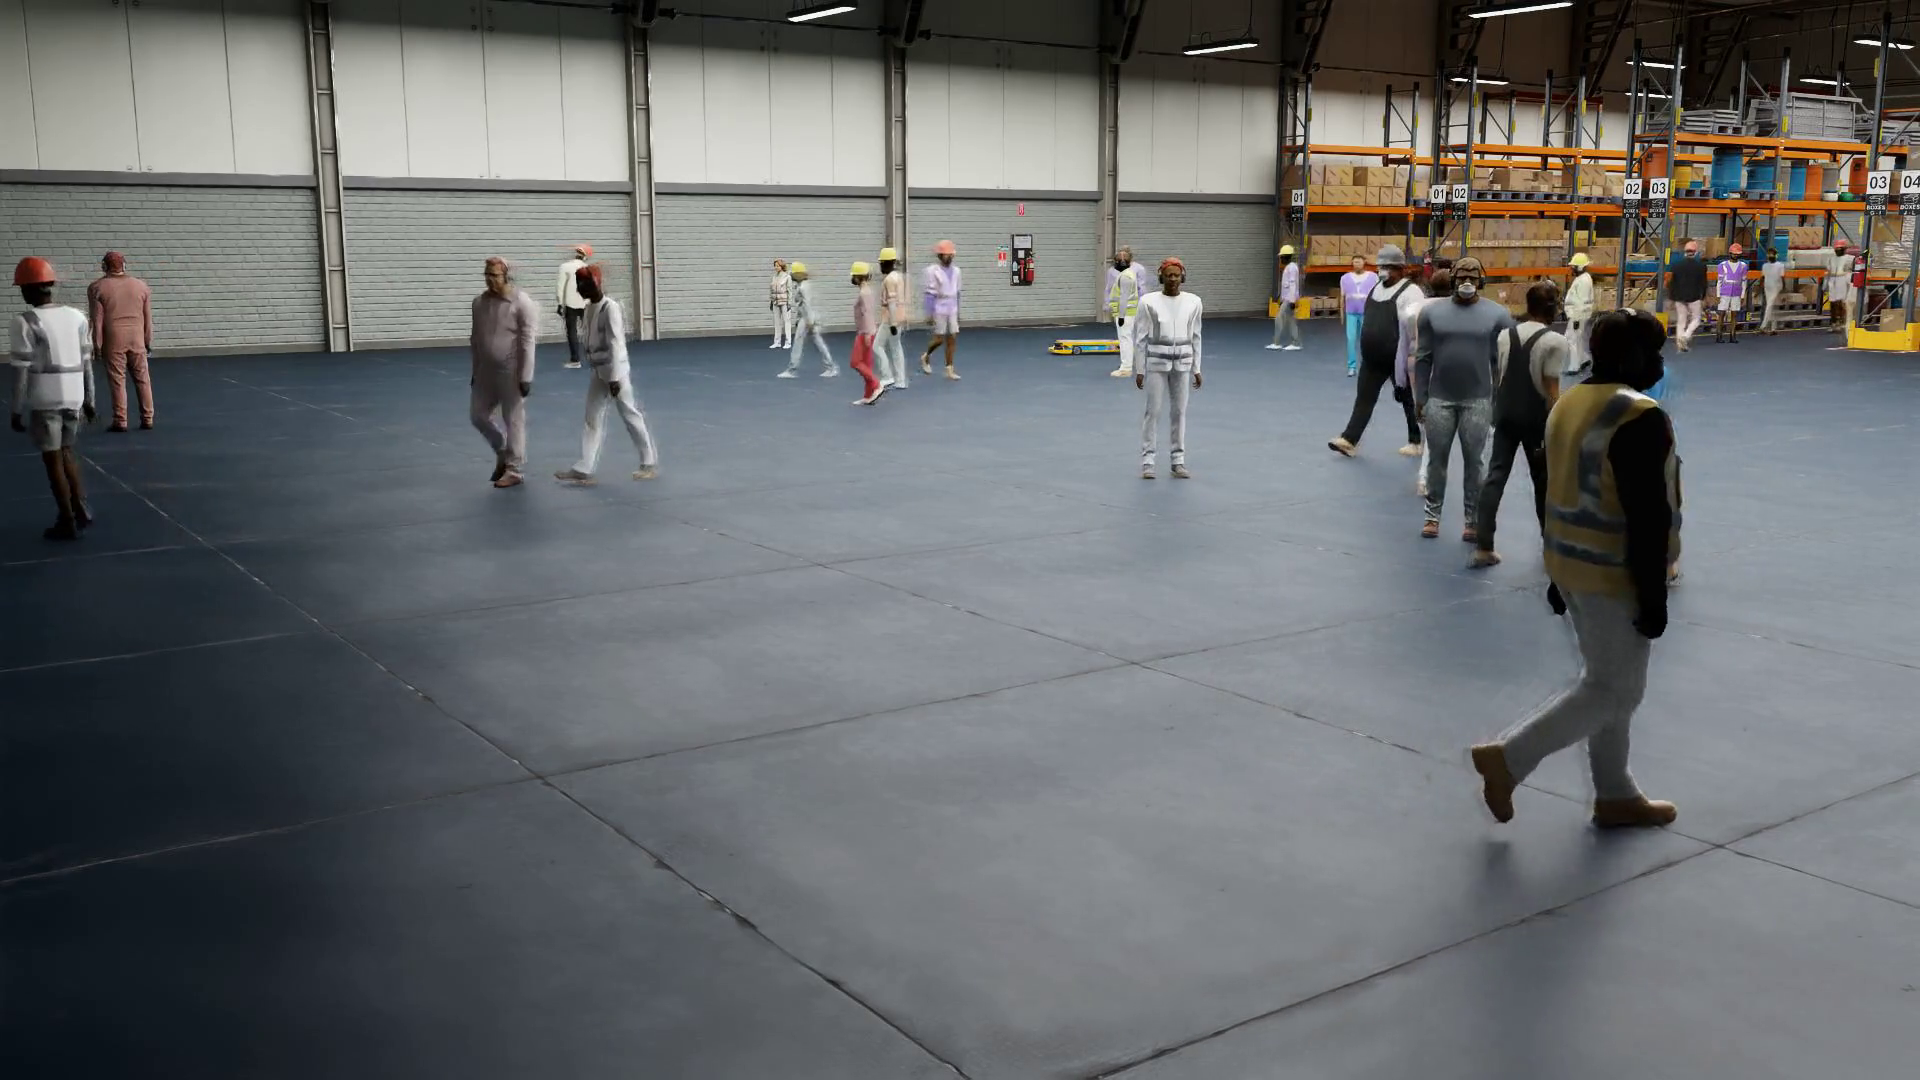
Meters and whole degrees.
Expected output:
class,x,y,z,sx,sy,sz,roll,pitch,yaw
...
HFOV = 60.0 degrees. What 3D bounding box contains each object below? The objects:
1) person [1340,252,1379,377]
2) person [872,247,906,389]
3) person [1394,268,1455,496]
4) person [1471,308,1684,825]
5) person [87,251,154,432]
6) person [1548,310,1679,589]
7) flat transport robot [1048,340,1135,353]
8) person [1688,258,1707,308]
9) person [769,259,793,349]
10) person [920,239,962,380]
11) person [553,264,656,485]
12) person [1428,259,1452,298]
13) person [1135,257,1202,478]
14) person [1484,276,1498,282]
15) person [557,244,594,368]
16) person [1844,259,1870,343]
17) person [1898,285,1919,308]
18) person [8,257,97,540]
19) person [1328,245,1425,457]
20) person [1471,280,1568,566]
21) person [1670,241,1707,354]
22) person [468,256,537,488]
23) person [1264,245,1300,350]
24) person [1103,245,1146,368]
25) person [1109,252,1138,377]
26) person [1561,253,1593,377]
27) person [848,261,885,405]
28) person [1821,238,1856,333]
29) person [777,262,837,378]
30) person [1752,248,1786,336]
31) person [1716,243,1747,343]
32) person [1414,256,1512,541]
class,x,y,z,sx,sy,sz,roll,pitch,yaw
person,5.918,-3.346,24.663,0.579,1.832,0.557,3,11,17
person,-0.988,-2.980,22.453,0.586,1.903,0.602,2,11,12
person,3.889,-1.279,13.429,0.655,1.795,0.958,7,12,33
person,2.149,0.124,5.681,0.716,1.826,0.632,0,10,-2
person,-8.899,-2.100,17.635,0.399,1.910,0.643,9,13,40
person,3.859,-0.505,9.619,0.902,1.648,0.536,-5,12,-27
flat transport robot,2.319,-3.416,29.340,1.431,0.197,0.652,-1,10,-7
person,16.634,-5.585,37.546,0.711,1.608,0.499,-7,12,-33
person,-3.310,-4.354,30.728,0.522,1.640,0.306,7,12,33
person,-0.260,-3.314,23.999,0.606,2.026,0.618,-8,13,-39
person,-2.960,-1.382,13.935,0.961,1.831,0.667,-9,14,-40
person,7.871,-3.732,27.162,0.317,1.695,0.540,-5,12,-28
person,1.782,-1.461,14.197,0.585,1.882,0.337,-1,10,-8
person,13.012,-6.218,40.999,0.376,1.617,0.511,-8,13,-36
person,-5.980,-3.668,26.168,0.714,1.945,0.395,-7,13,-34
person,17.383,-4.622,32.218,0.544,1.614,0.513,-8,13,-37
person,19.193,-4.984,33.399,0.635,1.933,0.366,6,12,29
person,-6.181,-0.948,11.289,0.445,1.917,0.568,4,11,22
person,3.978,-1.782,15.527,1.050,2.000,0.700,-7,12,-32
person,3.585,-0.732,10.490,1.006,1.791,0.522,-9,14,-41
person,12.807,-4.256,29.257,0.634,1.978,0.466,10,14,44
person,-3.779,-1.373,13.681,0.677,1.893,0.426,5,11,25
person,5.844,-4.386,30.187,0.789,1.897,0.607,1,10,6
person,2.519,-3.638,26.009,0.661,1.923,0.671,7,12,32
person,2.411,-3.329,24.584,0.428,1.835,0.627,2,11,10
person,9.053,-3.290,24.384,0.413,1.822,0.614,4,11,21
person,-1.186,-2.513,20.310,0.373,1.755,0.535,0,10,-1
person,18.722,-5.420,35.514,0.468,2.022,0.628,-7,12,-32
person,-2.223,-3.218,24.360,0.883,1.691,0.491,-1,10,-4
person,16.738,-5.128,34.464,0.961,1.823,0.557,-5,11,-24
person,14.962,-4.776,32.267,0.540,1.930,0.386,2,11,11
person,3.396,-0.953,11.305,0.625,1.933,0.360,5,11,23
